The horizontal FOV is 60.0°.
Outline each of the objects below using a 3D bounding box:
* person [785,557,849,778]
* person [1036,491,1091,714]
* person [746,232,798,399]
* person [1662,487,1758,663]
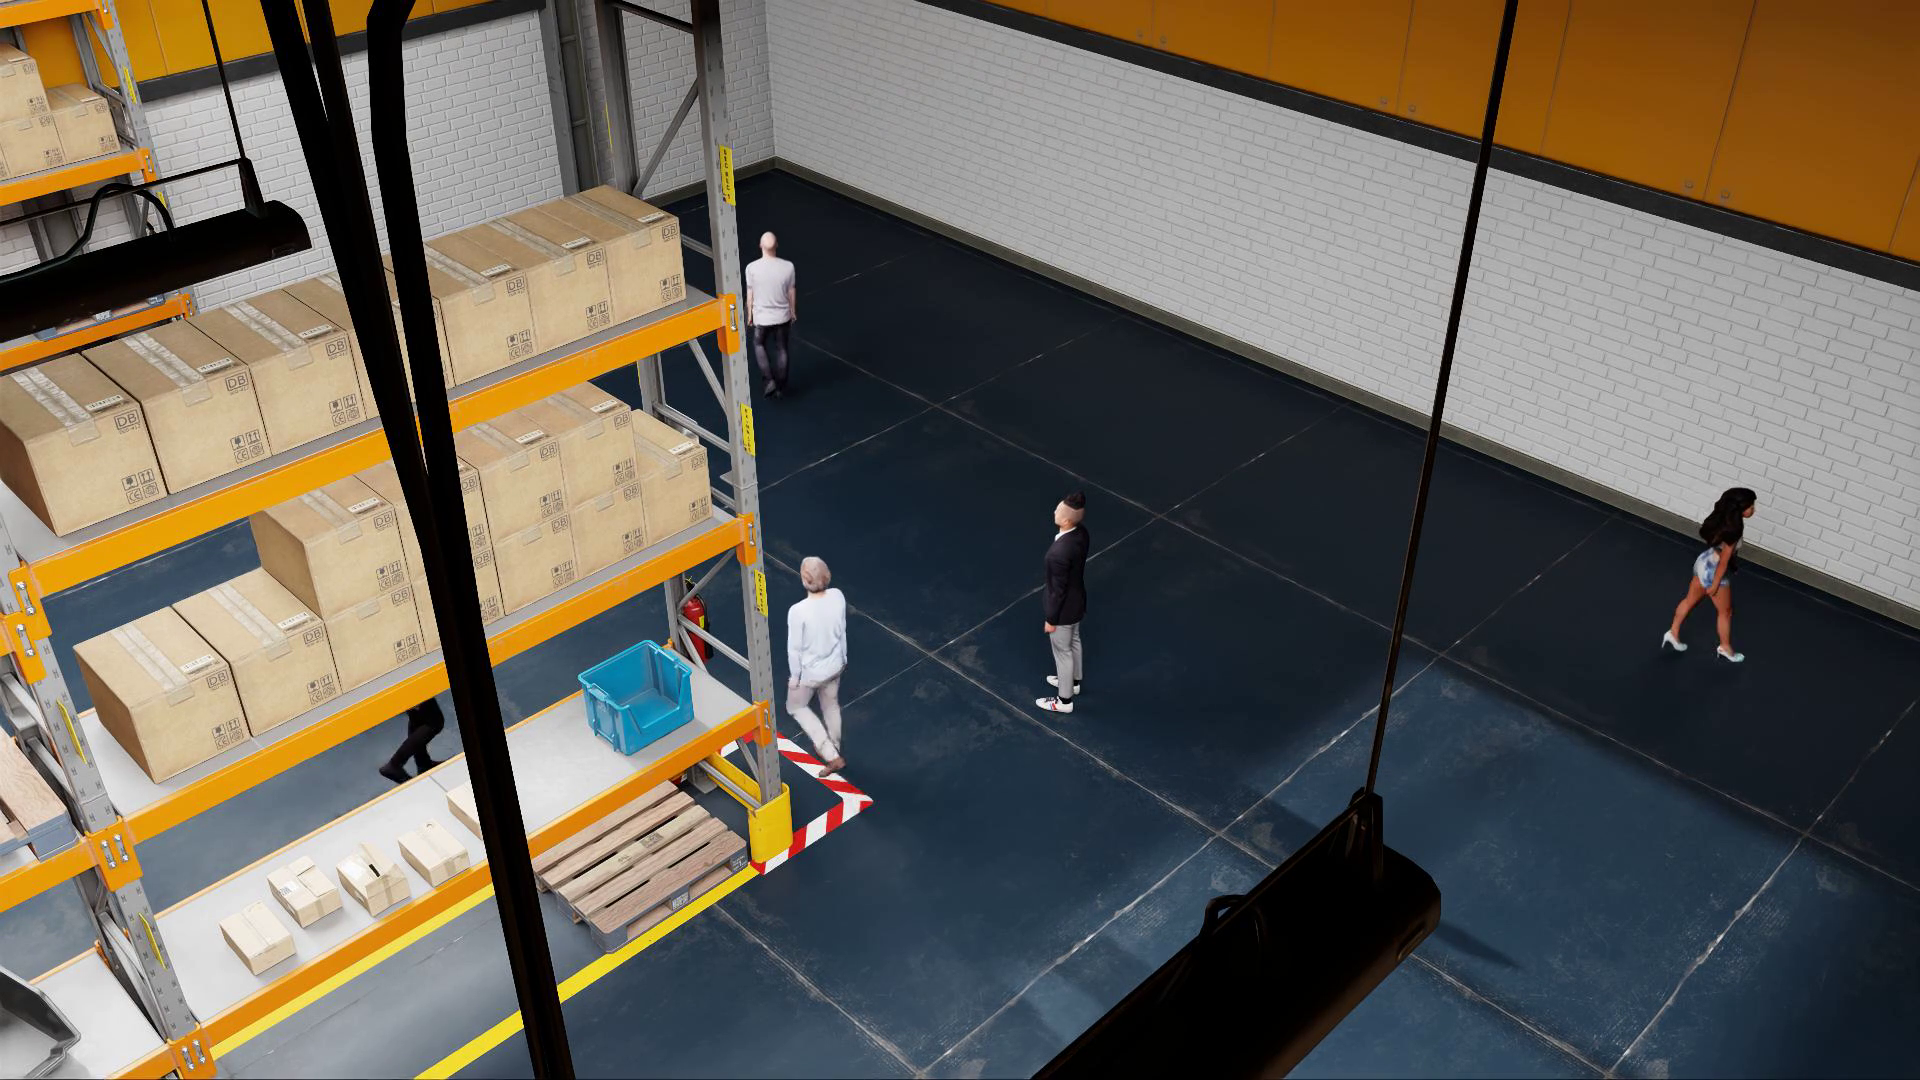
[{"bbox_3d":[-0.973,0.973,12.044,0.765,1.881,0.758,-24,41,-32],"label":"person"},{"bbox_3d":[0.817,0.459,12.755,0.855,1.950,0.695,12,35,17],"label":"person"},{"bbox_3d":[-1.908,-2.229,16.918,0.876,1.817,0.925,-8,34,-12],"label":"person"},{"bbox_3d":[5.969,0.266,13.360,0.876,1.602,0.882,7,34,10],"label":"person"}]
